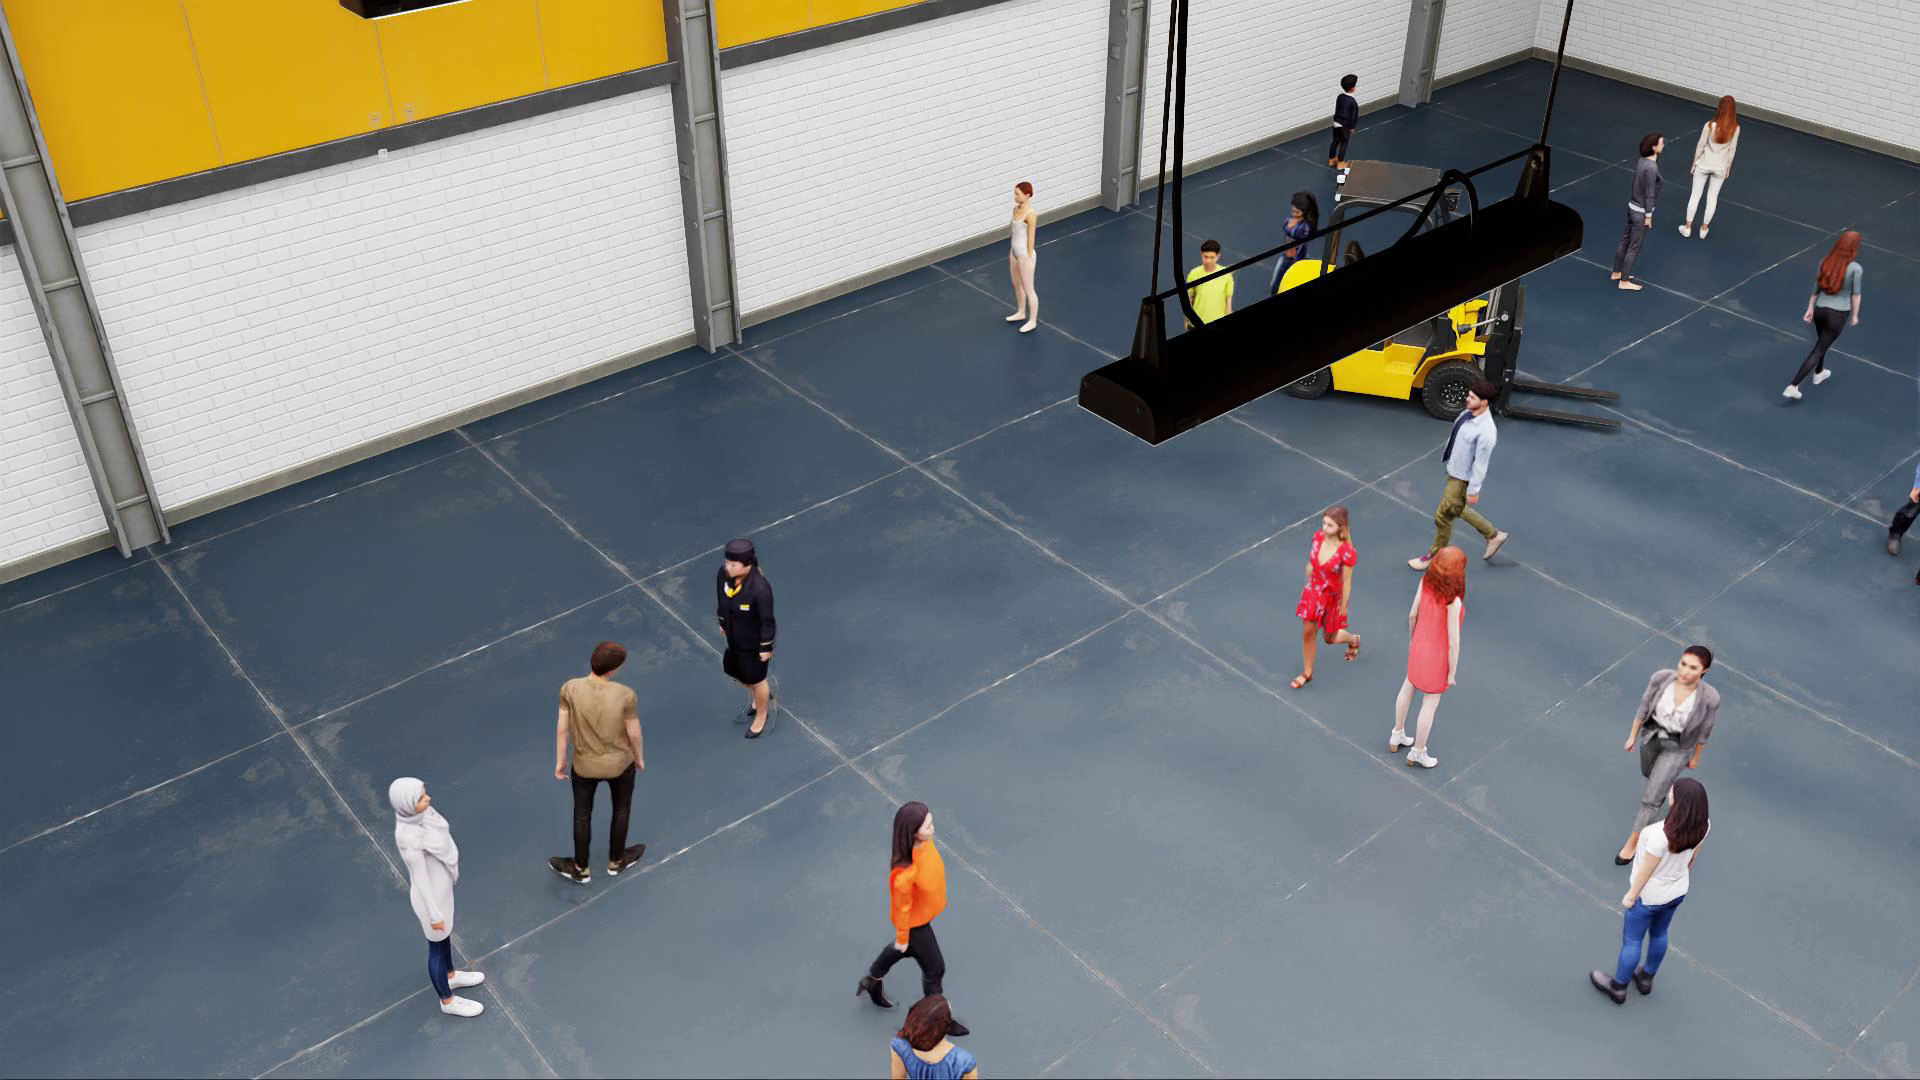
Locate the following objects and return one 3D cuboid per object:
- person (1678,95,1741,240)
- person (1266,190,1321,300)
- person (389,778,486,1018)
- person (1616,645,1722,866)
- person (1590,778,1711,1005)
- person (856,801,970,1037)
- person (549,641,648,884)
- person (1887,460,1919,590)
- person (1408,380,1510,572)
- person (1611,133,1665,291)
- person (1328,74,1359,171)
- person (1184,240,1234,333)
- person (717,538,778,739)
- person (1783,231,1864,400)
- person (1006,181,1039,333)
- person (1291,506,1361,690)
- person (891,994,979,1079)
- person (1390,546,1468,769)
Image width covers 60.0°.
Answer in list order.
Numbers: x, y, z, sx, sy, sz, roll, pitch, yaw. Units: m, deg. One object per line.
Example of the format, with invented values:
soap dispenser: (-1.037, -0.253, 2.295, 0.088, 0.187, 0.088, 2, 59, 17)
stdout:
person: (8.928, -4.422, 19.745, 0.668, 1.708, 0.698, 8, 35, 12)
person: (3.610, -2.962, 17.650, 0.924, 1.595, 0.783, -11, 35, -16)
person: (-3.131, 2.100, 9.871, 0.701, 1.775, 0.689, -4, 34, -6)
person: (4.743, 1.349, 11.121, 1.106, 1.642, 0.650, -27, 42, -35)
person: (4.175, 2.116, 9.933, 0.546, 1.681, 0.706, -15, 37, -22)
person: (-0.340, 2.201, 9.763, 1.020, 1.728, 1.007, 8, 34, 11)
person: (-2.376, 1.467, 10.783, 0.898, 1.821, 1.004, -6, 34, -9)
person: (8.127, -0.529, 13.823, 1.096, 1.780, 1.266, 8, 35, 12)
person: (4.248, -0.519, 13.797, 1.158, 1.792, 1.089, 1, 34, 2)
person: (7.598, -3.688, 18.585, 0.736, 1.770, 0.694, 0, 34, 0)
person: (5.023, -5.485, 21.786, 0.499, 1.219, 0.530, -18, 38, -25)
person: (2.448, -2.183, 16.396, 0.987, 1.686, 1.060, 4, 34, 7)
person: (-1.502, 0.687, 12.091, 0.761, 1.672, 0.723, 24, 41, 32)
person: (8.517, -2.162, 16.346, 1.150, 1.706, 0.703, -19, 38, -26)
person: (0.677, -3.038, 17.724, 0.523, 1.641, 0.580, -17, 37, -23)
person: (2.826, 0.409, 12.596, 0.860, 1.575, 0.585, -23, 40, -30)
person: (-0.115, 2.987, 8.511, 0.759, 1.805, 0.755, 12, 36, 18)
person: (3.319, 0.817, 11.755, 0.603, 1.826, 0.655, -14, 36, -20)
